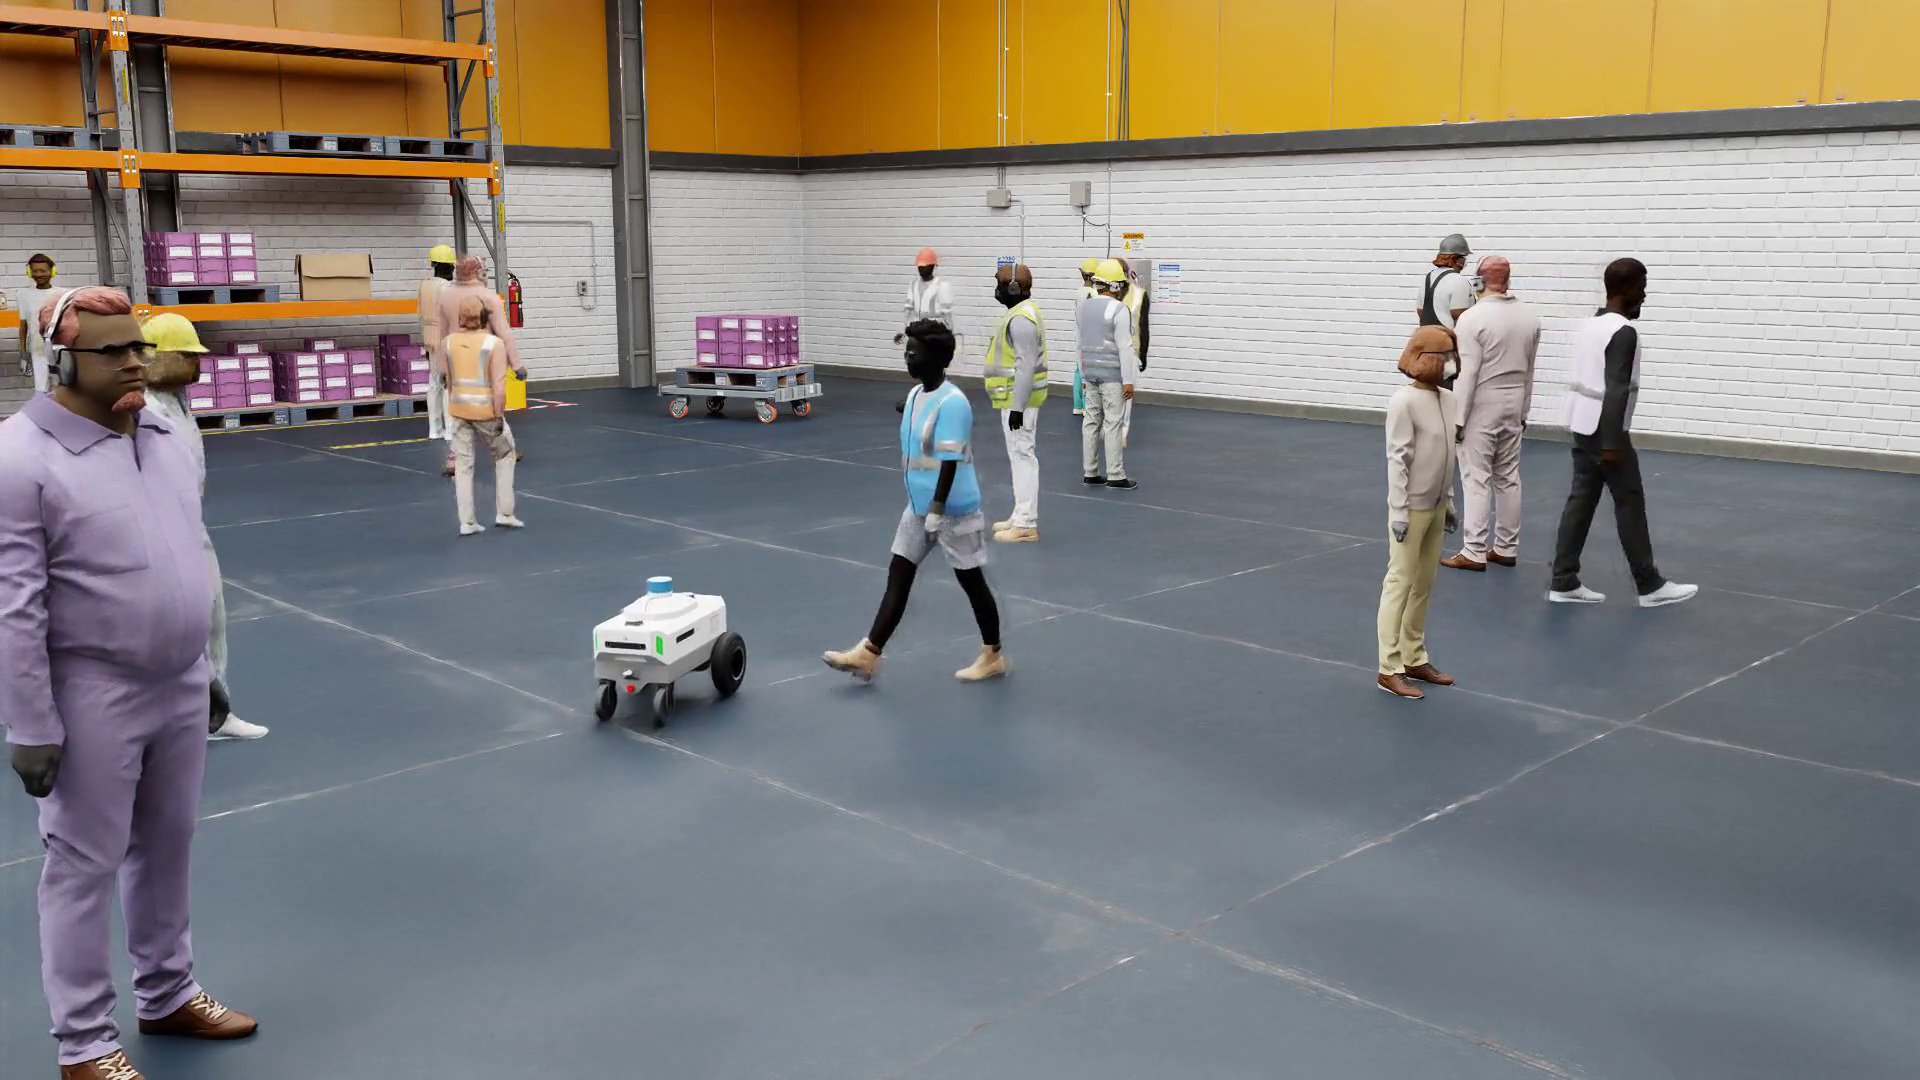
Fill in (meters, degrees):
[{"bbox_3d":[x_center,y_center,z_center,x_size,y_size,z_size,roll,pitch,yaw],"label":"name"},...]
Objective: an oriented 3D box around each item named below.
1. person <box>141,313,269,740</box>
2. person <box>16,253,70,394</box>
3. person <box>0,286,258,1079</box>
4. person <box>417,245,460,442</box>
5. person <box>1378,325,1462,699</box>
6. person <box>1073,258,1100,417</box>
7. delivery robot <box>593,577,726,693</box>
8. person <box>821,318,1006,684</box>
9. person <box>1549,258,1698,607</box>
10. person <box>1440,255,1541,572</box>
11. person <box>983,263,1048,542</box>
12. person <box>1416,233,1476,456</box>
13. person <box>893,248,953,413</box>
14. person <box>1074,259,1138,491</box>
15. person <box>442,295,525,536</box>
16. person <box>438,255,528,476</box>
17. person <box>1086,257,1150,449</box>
[{"bbox_3d":[-3.147,-0.027,6.524,0.619,1.722,0.490,-2,11,-8],"label":"person"},{"bbox_3d":[-8.318,-1.679,15.199,0.513,1.861,0.327,-3,11,-14],"label":"person"},{"bbox_3d":[-1.972,0.361,3.941,0.404,1.906,0.652,2,11,13],"label":"person"},{"bbox_3d":[-5.072,-1.930,16.375,0.595,1.925,0.375,8,13,38],"label":"person"},{"bbox_3d":[2.047,-0.132,7.367,0.286,1.636,0.497,10,14,42],"label":"person"},{"bbox_3d":[1.450,-2.249,18.560,0.310,1.768,0.533,-4,11,-20],"label":"person"},{"bbox_3d":[-1.283,0.402,7.153,0.477,0.478,0.707,3,11,15],"label":"delivery robot"},{"bbox_3d":[-0.181,-0.148,7.399,0.884,1.649,0.554,-5,12,-25],"label":"person"},{"bbox_3d":[3.626,-0.576,9.067,0.715,1.897,0.618,0,10,1],"label":"person"},{"bbox_3d":[3.187,-0.765,10.089,0.650,1.904,0.401,-6,12,-30],"label":"person"},{"bbox_3d":[0.370,-0.911,11.053,0.429,1.842,0.630,0,10,2],"label":"person"},{"bbox_3d":[4.543,-1.807,15.396,0.536,2.000,0.676,-3,11,-14],"label":"person"},{"bbox_3d":[-0.369,-2.352,18.846,0.554,1.878,1.037,10,14,44],"label":"person"},{"bbox_3d":[1.179,-1.310,13.252,0.403,1.834,0.588,-8,13,-38],"label":"person"},{"bbox_3d":[-3.251,-0.846,11.313,0.518,1.619,0.581,3,11,16],"label":"person"},{"bbox_3d":[-4.085,-1.478,14.120,0.649,1.861,0.982,7,12,33],"label":"person"},{"bbox_3d":[1.499,-1.786,15.899,0.624,1.828,0.506,1,10,7],"label":"person"}]
